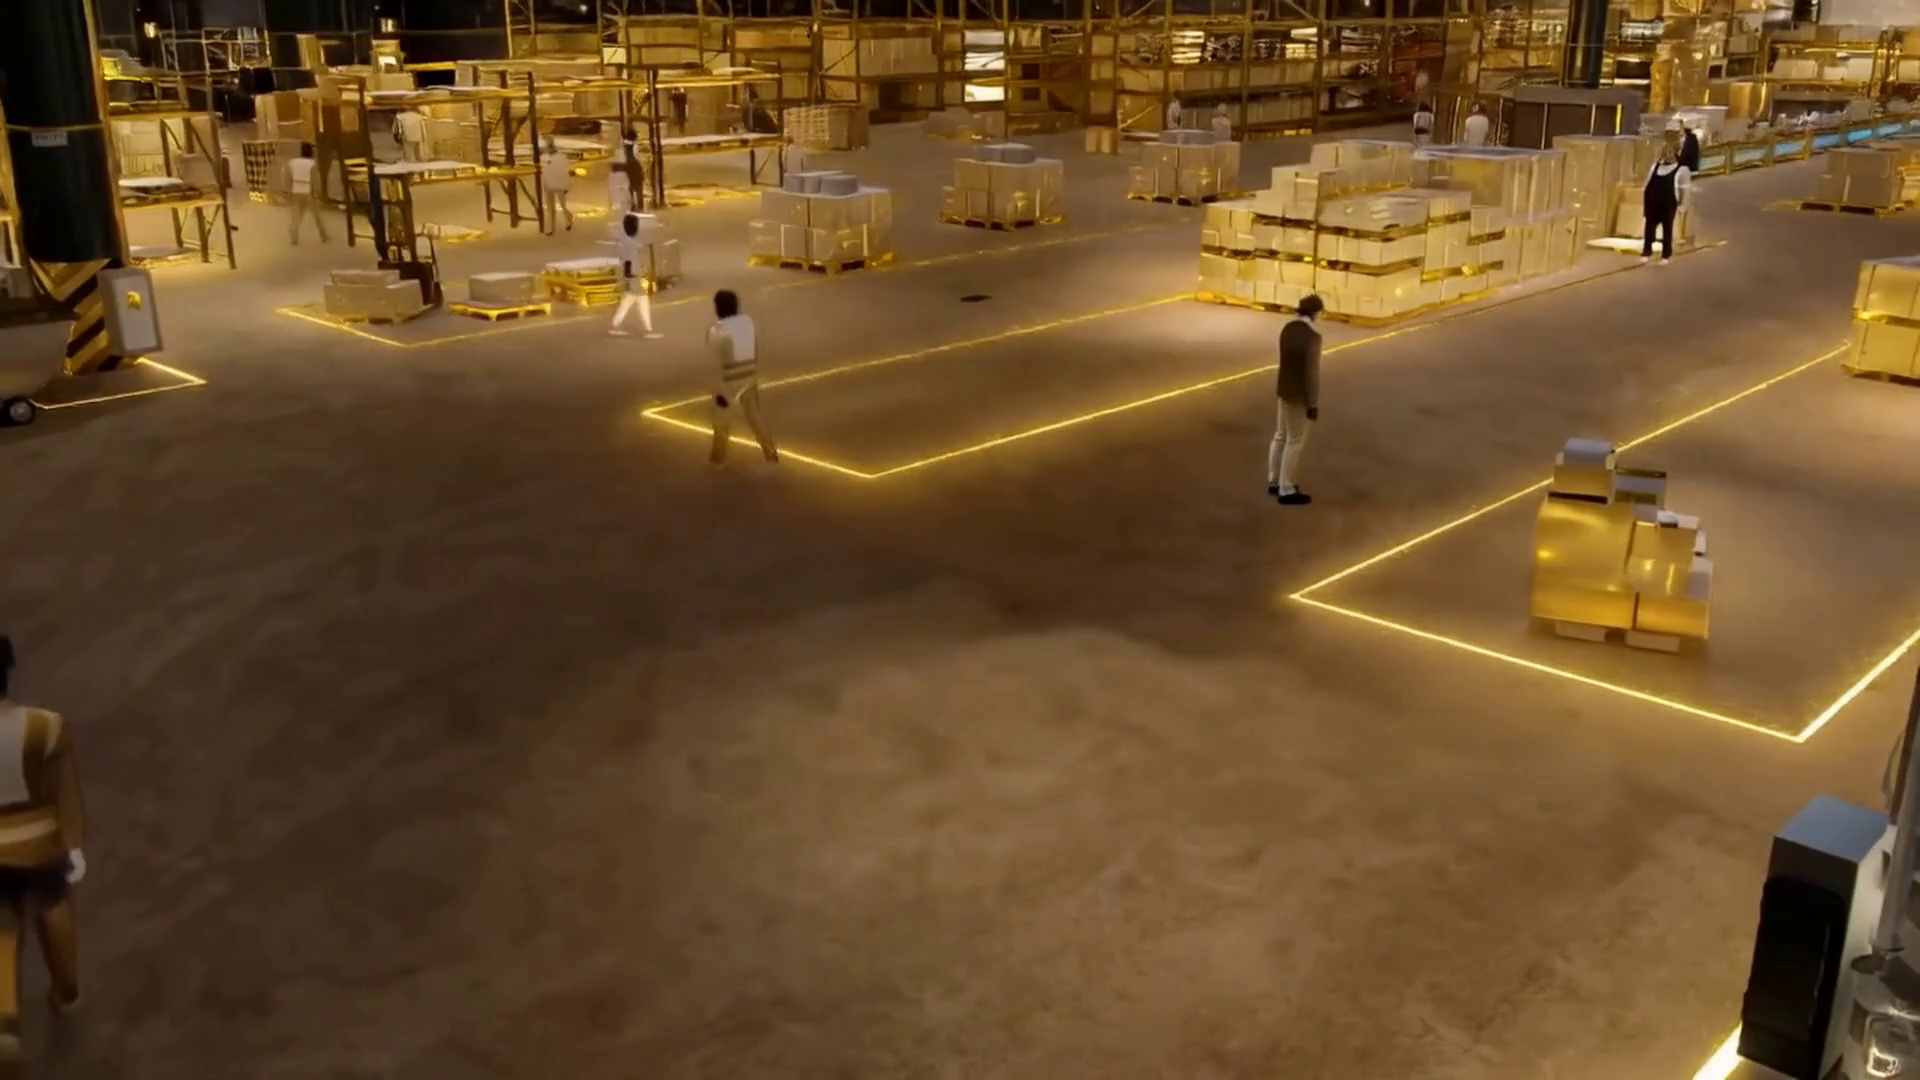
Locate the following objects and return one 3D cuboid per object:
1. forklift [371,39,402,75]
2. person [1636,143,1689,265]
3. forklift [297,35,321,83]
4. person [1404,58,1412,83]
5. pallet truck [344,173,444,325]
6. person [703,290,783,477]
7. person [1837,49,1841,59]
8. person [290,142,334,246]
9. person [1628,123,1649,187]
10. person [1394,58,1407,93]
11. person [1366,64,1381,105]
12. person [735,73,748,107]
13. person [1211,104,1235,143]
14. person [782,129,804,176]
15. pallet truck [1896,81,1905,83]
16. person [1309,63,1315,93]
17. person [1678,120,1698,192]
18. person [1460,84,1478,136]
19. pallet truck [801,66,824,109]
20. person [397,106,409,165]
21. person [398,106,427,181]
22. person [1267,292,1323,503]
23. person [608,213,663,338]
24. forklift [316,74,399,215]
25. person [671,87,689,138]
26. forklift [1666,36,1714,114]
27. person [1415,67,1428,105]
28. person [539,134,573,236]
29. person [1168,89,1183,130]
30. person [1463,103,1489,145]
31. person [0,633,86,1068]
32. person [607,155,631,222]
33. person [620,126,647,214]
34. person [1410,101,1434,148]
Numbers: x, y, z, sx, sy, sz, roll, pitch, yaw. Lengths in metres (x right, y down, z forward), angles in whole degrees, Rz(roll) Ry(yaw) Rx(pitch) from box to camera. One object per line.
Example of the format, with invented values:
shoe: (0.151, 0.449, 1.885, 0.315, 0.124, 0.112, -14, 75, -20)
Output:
forklift: (-20.266, -16.362, 59.080, 1.129, 2.768, 1.873, -7, 20, -20)
person: (11.939, -5.714, 28.308, 0.539, 2.000, 0.689, -17, 25, -41)
forklift: (-24.827, -17.852, 63.566, 1.129, 2.768, 1.873, 17, 25, 41)
person: (21.158, -22.195, 78.608, 0.508, 1.629, 0.316, -16, 24, -39)
pallet truck: (-8.209, -4.181, 23.757, 0.823, 1.965, 1.885, 3, 19, 9)
person: (-2.114, -1.494, 15.965, 0.877, 1.811, 0.626, 16, 24, 39)
person: (41.201, -22.275, 78.302, 0.414, 1.985, 0.611, 13, 23, 35)
person: (-11.974, -6.315, 30.397, 0.621, 1.871, 0.938, 7, 20, 20)
person: (14.695, -8.140, 36.047, 0.314, 1.769, 0.524, 13, 23, 35)
person: (19.547, -20.831, 74.092, 0.642, 1.906, 0.970, 17, 25, 42)
person: (15.280, -16.598, 61.347, 0.642, 1.880, 0.659, -4, 19, -11)
person: (-7.923, -16.041, 60.075, 0.657, 1.617, 0.529, -16, 24, -39)
person: (6.267, -9.319, 39.363, 0.571, 1.913, 0.780, -5, 19, -14)
person: (-3.345, -7.280, 33.312, 0.527, 1.851, 0.476, -9, 20, -26)
pallet truck: (34.802, -16.331, 61.455, 0.653, 1.274, 1.630, 17, 25, 41)
person: (15.926, -21.027, 74.818, 0.671, 1.809, 0.604, -16, 24, -40)
person: (14.750, -7.521, 33.825, 0.396, 1.992, 0.622, 6, 19, 17)
person: (15.908, -13.402, 52.023, 0.542, 1.682, 0.629, 6, 19, 17)
pallet truck: (-4.812, -15.182, 56.903, 0.823, 1.965, 1.885, -9, 21, -26)
person: (-13.899, -9.990, 41.489, 0.600, 1.855, 0.629, 1, 18, 3)
person: (-13.280, -9.685, 40.434, 0.629, 1.940, 0.379, -8, 20, -23)
person: (3.087, -1.306, 15.225, 0.390, 1.927, 0.644, -4, 19, -13)
person: (-4.453, -3.564, 22.431, 0.708, 1.672, 0.579, -5, 19, -15)
forklift: (-12.822, -8.328, 34.873, 1.873, 2.768, 1.129, 17, 25, 41)
person: (-8.416, -12.775, 49.945, 0.529, 1.821, 0.959, -10, 21, -28)
forklift: (27.341, -17.291, 61.877, 1.129, 2.768, 1.873, 17, 25, 41)
person: (17.949, -17.551, 64.639, 0.499, 1.609, 0.738, 16, 24, 40)
person: (-7.741, -6.827, 31.908, 0.591, 1.899, 0.907, 3, 19, 10)
person: (5.794, -11.106, 44.676, 0.367, 1.965, 0.610, -7, 19, -19)
person: (12.886, -9.979, 41.521, 0.599, 1.813, 0.668, -4, 19, -12)
person: (-4.146, 1.334, 7.259, 0.611, 1.926, 0.827, -6, 19, -19)
person: (-6.030, -5.989, 29.613, 0.500, 1.726, 0.482, 13, 22, 34)
person: (-6.670, -7.522, 34.061, 0.517, 1.843, 0.326, 1, 18, 3)
person: (12.330, -10.881, 44.465, 0.547, 1.645, 0.865, -3, 19, -9)
